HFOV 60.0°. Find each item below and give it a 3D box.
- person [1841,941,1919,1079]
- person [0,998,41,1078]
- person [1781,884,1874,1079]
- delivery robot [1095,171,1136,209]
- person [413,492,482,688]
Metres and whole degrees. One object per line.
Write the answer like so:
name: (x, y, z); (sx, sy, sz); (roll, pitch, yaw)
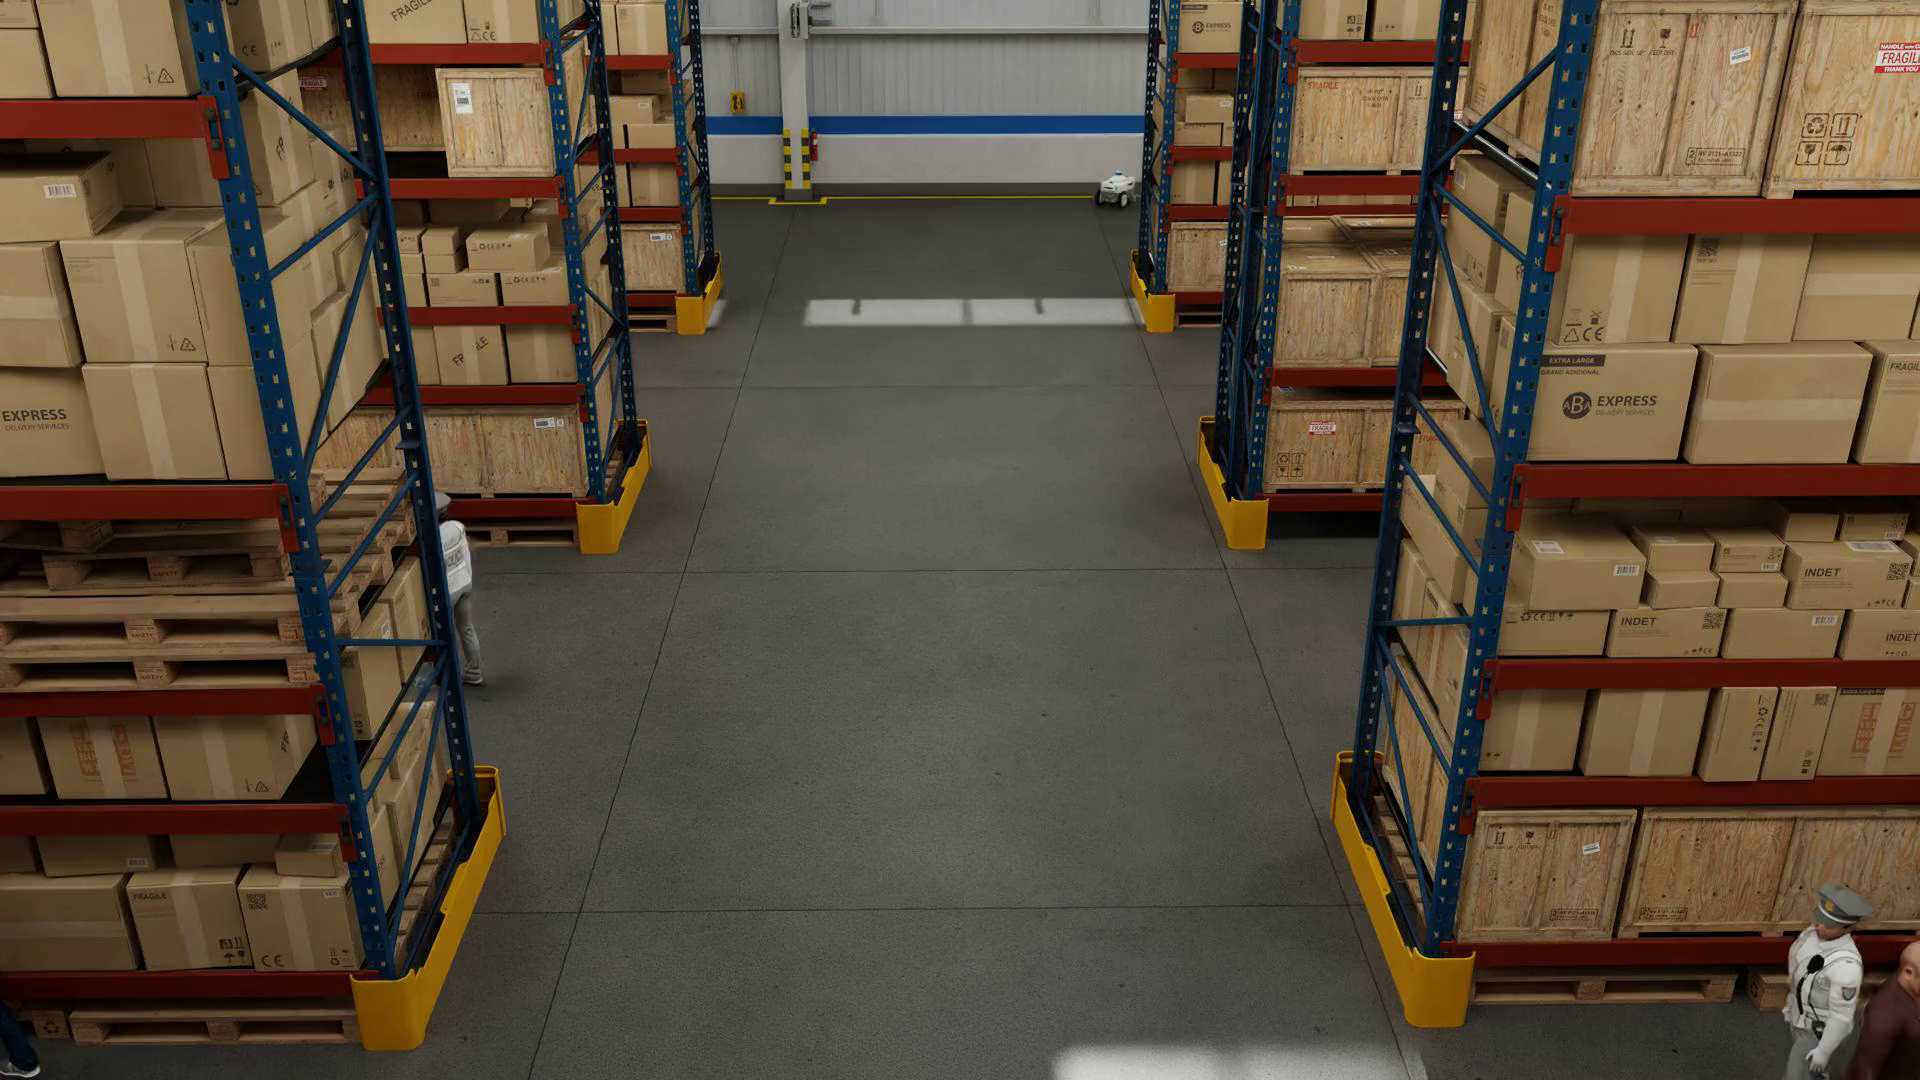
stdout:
person: (4.386, 2.673, 8.115); (0.561, 1.771, 0.668); (22, 33, 39)
person: (-5.591, 2.326, 9.073); (0.805, 1.576, 0.425); (1, 25, 3)
person: (4.421, 2.508, 8.616); (0.487, 1.678, 0.490); (6, 26, 12)
delivery robot: (2.703, -5.825, 27.922); (0.667, 0.535, 0.731); (15, 29, 29)
person: (-4.117, 0.381, 13.169); (0.521, 1.669, 0.512); (12, 28, 24)
